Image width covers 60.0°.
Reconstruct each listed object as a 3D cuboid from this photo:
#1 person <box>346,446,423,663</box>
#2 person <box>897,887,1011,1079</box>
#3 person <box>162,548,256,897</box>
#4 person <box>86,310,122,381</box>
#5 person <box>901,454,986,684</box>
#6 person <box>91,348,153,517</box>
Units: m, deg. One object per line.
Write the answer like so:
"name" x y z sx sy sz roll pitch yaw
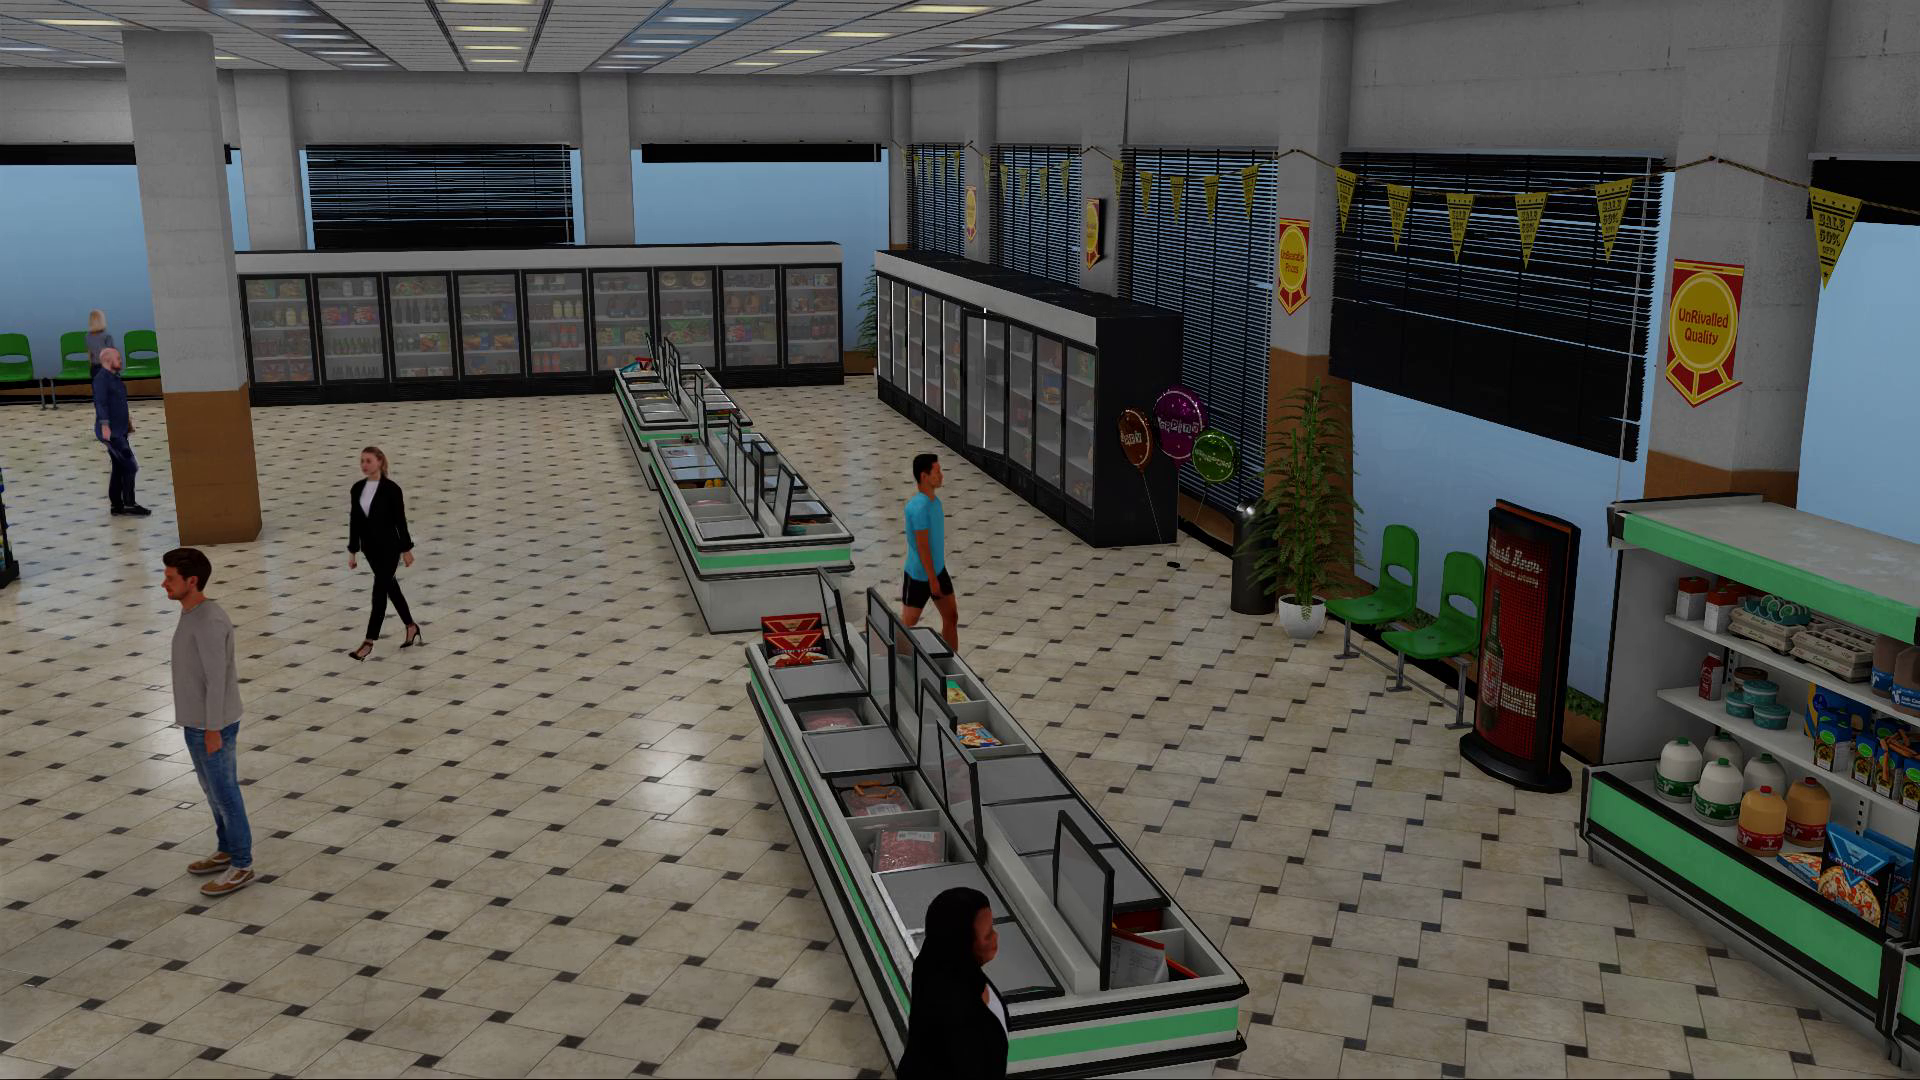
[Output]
"person" -4.469 0.109 13.025 1.023 1.657 1.170 5 14 20
"person" -0.114 1.952 5.595 0.813 1.577 1.001 -2 14 -8
"person" -4.056 0.960 9.005 0.794 1.898 0.649 -10 17 -36
"person" -11.718 -2.260 22.674 0.714 1.712 0.806 2 14 8
"person" -0.345 0.262 12.227 1.114 1.736 1.150 5 15 21
"person" -9.134 -1.139 17.839 0.791 1.813 0.625 -4 14 -14
